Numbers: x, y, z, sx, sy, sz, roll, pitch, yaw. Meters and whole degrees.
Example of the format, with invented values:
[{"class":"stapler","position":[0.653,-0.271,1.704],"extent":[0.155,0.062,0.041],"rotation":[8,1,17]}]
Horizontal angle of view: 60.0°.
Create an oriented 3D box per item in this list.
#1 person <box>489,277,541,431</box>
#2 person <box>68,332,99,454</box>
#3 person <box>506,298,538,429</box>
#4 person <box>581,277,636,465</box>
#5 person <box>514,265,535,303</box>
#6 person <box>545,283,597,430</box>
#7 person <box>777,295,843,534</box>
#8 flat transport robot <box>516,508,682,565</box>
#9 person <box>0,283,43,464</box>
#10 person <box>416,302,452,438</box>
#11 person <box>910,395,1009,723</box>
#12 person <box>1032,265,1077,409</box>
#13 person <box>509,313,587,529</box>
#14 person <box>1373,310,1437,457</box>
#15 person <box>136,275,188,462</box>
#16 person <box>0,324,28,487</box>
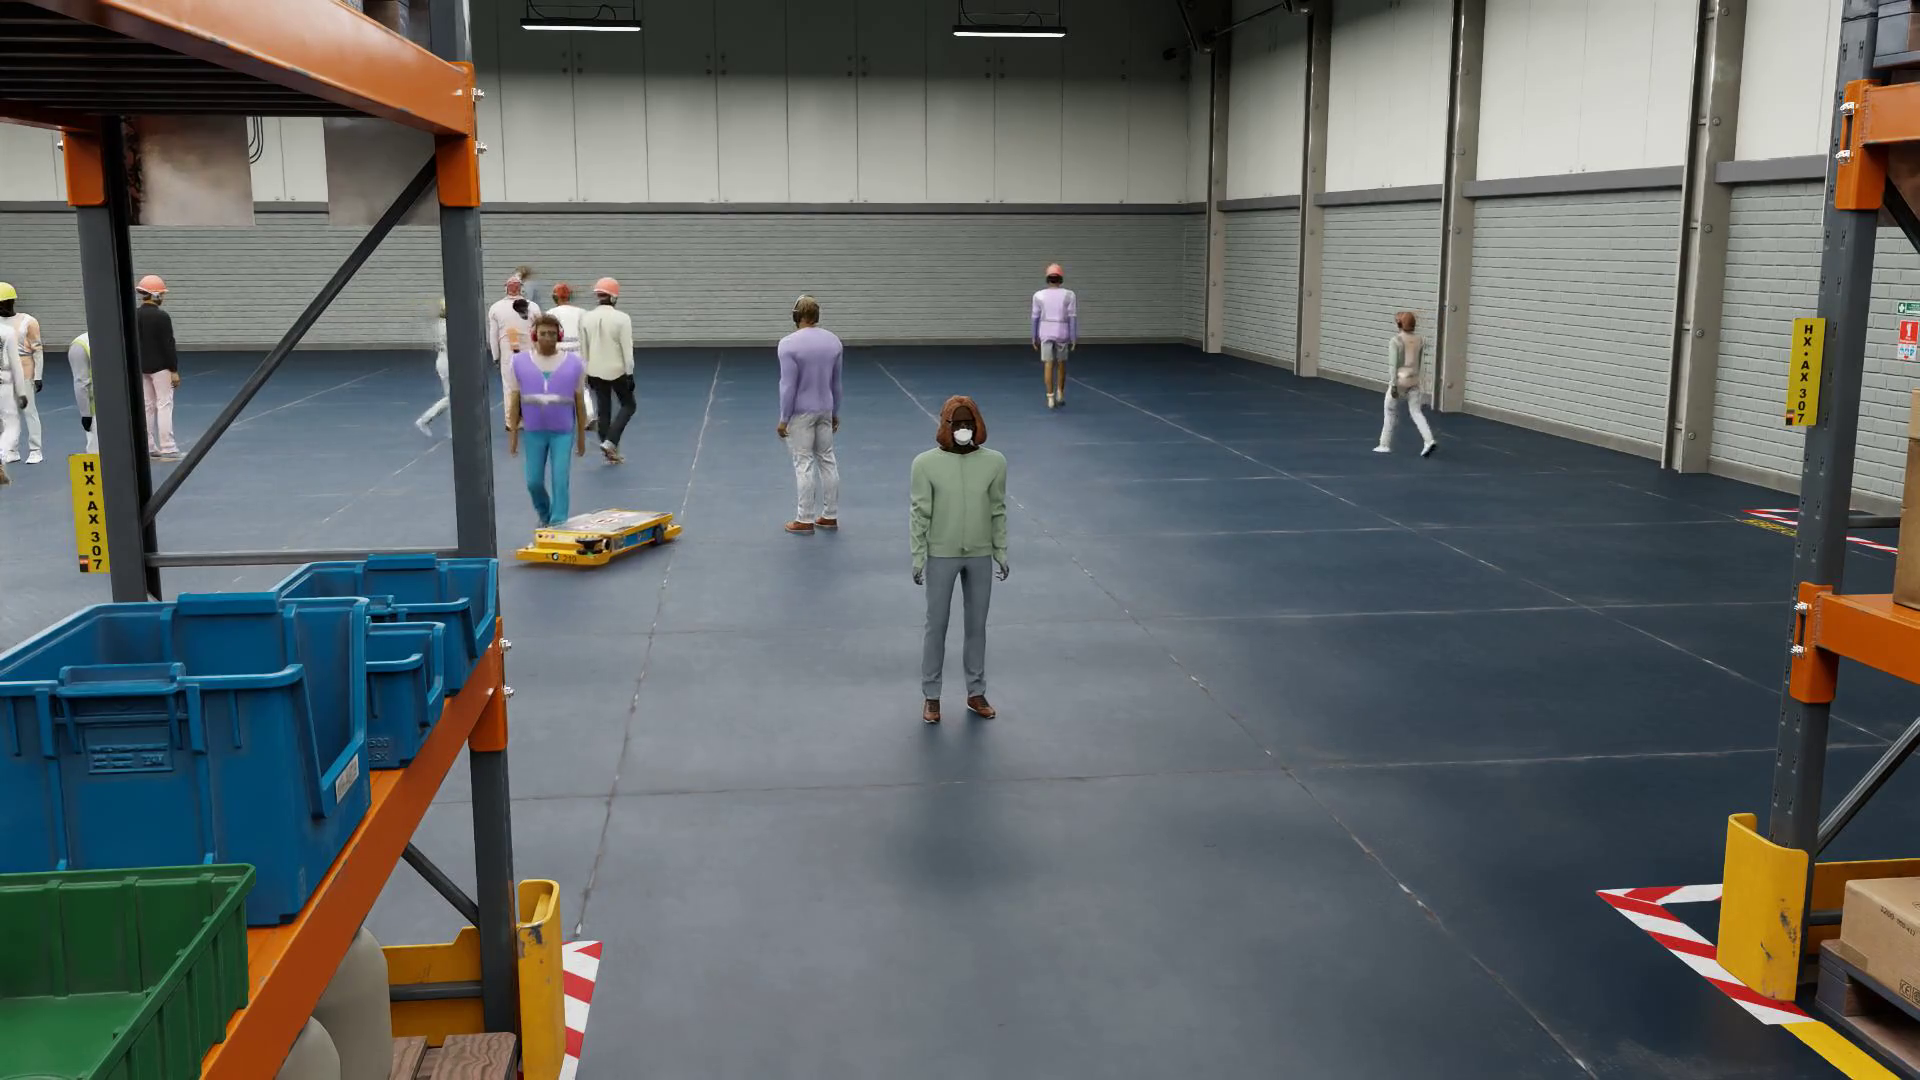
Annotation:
[{"class":"person","position":[-5.496,-2.304,20.671],"extent":[0.643,1.910,0.400],"rotation":[-2,10,-10]},{"class":"person","position":[-7.300,-1.113,14.323],"extent":[0.430,1.844,0.624],"rotation":[4,11,23]},{"class":"person","position":[-5.339,-2.172,20.661],"extent":[0.682,1.649,0.587],"rotation":[9,13,40]},{"class":"person","position":[-3.686,-1.772,17.540],"extent":[0.644,1.980,0.432],"rotation":[4,11,21]},{"class":"person","position":[-7.659,-3.936,29.615],"extent":[0.869,1.911,0.636],"rotation":[-6,12,-28]},{"class":"person","position":[-4.887,-2.283,20.758],"extent":[0.575,1.849,0.983],"rotation":[-9,14,-40]},{"class":"person","position":[-1.221,-1.016,13.525],"extent":[0.353,1.937,0.635],"rotation":[10,14,44]},{"class":"flat transport robot","position":[-2.743,-0.043,12.763],"extent":[0.652,0.197,1.431],"rotation":[3,11,16]},{"class":"person","position":[-10.027,-1.756,17.614],"extent":[0.593,1.922,0.381],"rotation":[0,10,2]},{"class":"person","position":[-6.134,-2.036,19.714],"extent":[0.626,1.712,0.517],"rotation":[-7,13,-34]},{"class":"person","position":[-0.001,0.093,8.277],"extent":[0.507,1.632,0.264],"rotation":[-3,11,-16]},{"class":"person","position":[1.340,-2.893,23.630],"extent":[0.640,2.000,0.983],"rotation":[1,10,6]},{"class":"person","position":[-3.158,-0.829,12.788],"extent":[0.582,1.832,0.609],"rotation":[-2,10,-9]},{"class":"person","position":[4.933,-1.722,18.307],"extent":[0.518,1.609,0.811],"rotation":[-5,12,-28]},{"class":"person","position":[-8.635,-1.840,17.885],"extent":[0.623,1.992,0.396],"rotation":[5,11,24]},{"class":"person","position":[-9.240,-1.405,15.837],"extent":[0.605,1.869,0.569],"rotation":[-2,11,-13]}]
